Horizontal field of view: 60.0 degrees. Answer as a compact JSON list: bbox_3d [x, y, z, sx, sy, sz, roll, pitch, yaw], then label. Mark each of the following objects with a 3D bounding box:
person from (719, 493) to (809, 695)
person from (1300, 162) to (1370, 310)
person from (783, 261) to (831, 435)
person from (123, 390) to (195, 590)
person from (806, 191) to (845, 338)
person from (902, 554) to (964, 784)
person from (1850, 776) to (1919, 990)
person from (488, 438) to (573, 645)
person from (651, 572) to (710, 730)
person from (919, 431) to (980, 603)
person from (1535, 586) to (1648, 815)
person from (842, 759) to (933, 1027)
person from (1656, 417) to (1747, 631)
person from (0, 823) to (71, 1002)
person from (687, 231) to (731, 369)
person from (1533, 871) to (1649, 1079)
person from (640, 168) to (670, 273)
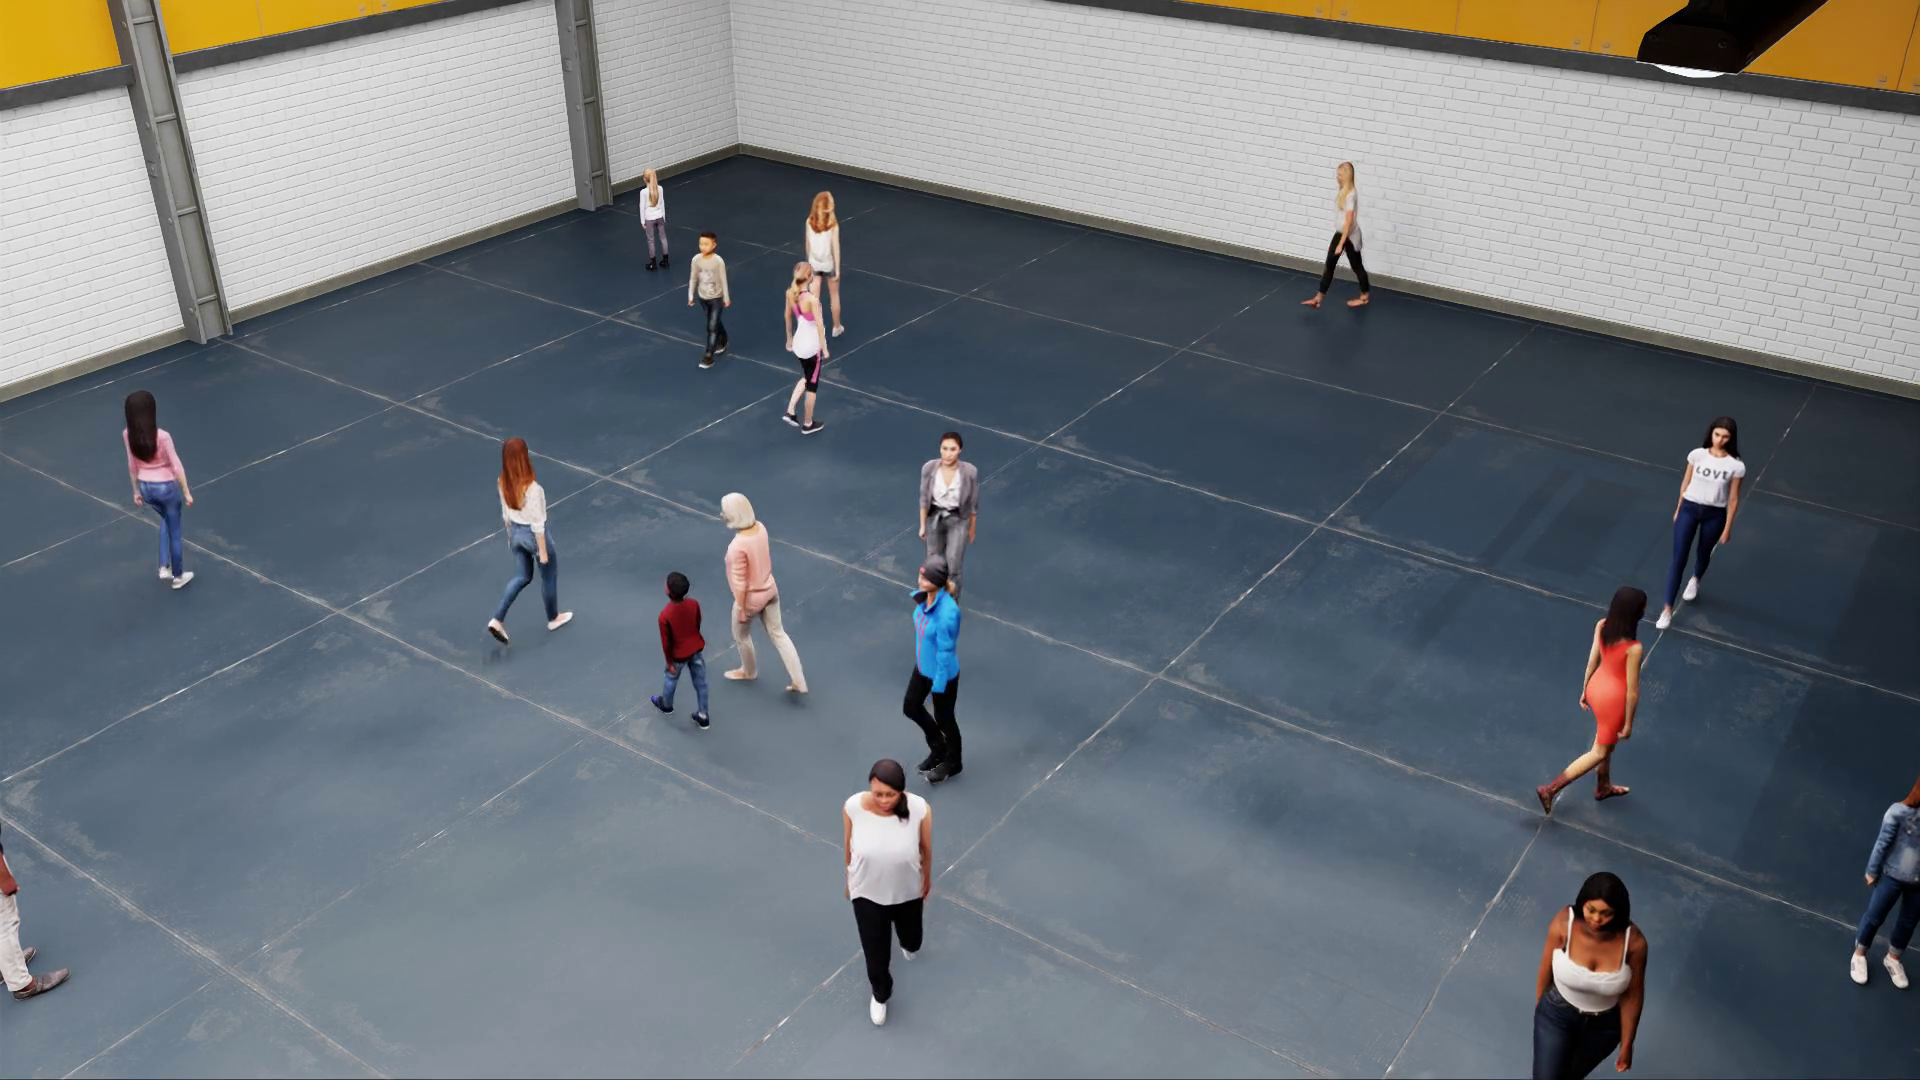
[{"bbox_3d":[-1.428,0.434,12.110,0.883,1.690,0.975,19,34,31],"label":"person"},{"bbox_3d":[4.564,-3.488,19.225,1.154,1.761,1.078,-2,29,-3],"label":"person"},{"bbox_3d":[-1.548,-1.824,16.160,0.760,1.774,0.687,-25,37,-38],"label":"person"},{"bbox_3d":[-6.555,-0.360,13.522,0.708,1.732,0.771,4,29,7],"label":"person"},{"bbox_3d":[-1.546,-2.940,18.252,0.859,1.732,1.150,7,29,12],"label":"person"},{"bbox_3d":[-0.070,0.870,11.205,0.796,1.790,0.757,-12,31,-20],"label":"person"},{"bbox_3d":[5.462,1.926,9.599,0.643,1.475,0.636,4,29,8],"label":"person"},{"bbox_3d":[-3.386,0.031,12.827,0.571,1.711,0.984,18,34,30],"label":"person"},{"bbox_3d":[-1.934,0.812,11.889,0.755,1.238,0.698,-20,34,-32],"label":"person"},{"bbox_3d":[-0.078,-0.131,13.172,0.799,1.664,0.894,4,29,8],"label":"person"},{"bbox_3d":[4.183,1.087,10.904,1.124,1.699,0.983,-9,30,-16],"label":"person"},{"bbox_3d":[-0.396,1.916,9.413,0.896,1.670,1.005,2,29,4],"label":"person"},{"bbox_3d":[5.917,-0.182,13.201,0.641,1.726,1.162,17,33,29],"label":"person"},{"bbox_3d":[-5.584,1.833,9.425,0.651,1.805,0.581,18,33,29],"label":"person"},{"bbox_3d":[-2.664,-2.646,18.024,0.754,1.433,1.062,9,30,17],"label":"person"},{"bbox_3d":[3.177,2.376,8.475,0.844,1.762,1.203,10,30,18],"label":"person"},{"bbox_3d":[-3.788,-3.986,20.645,0.517,1.277,0.606,-18,33,-29],"label":"person"}]
